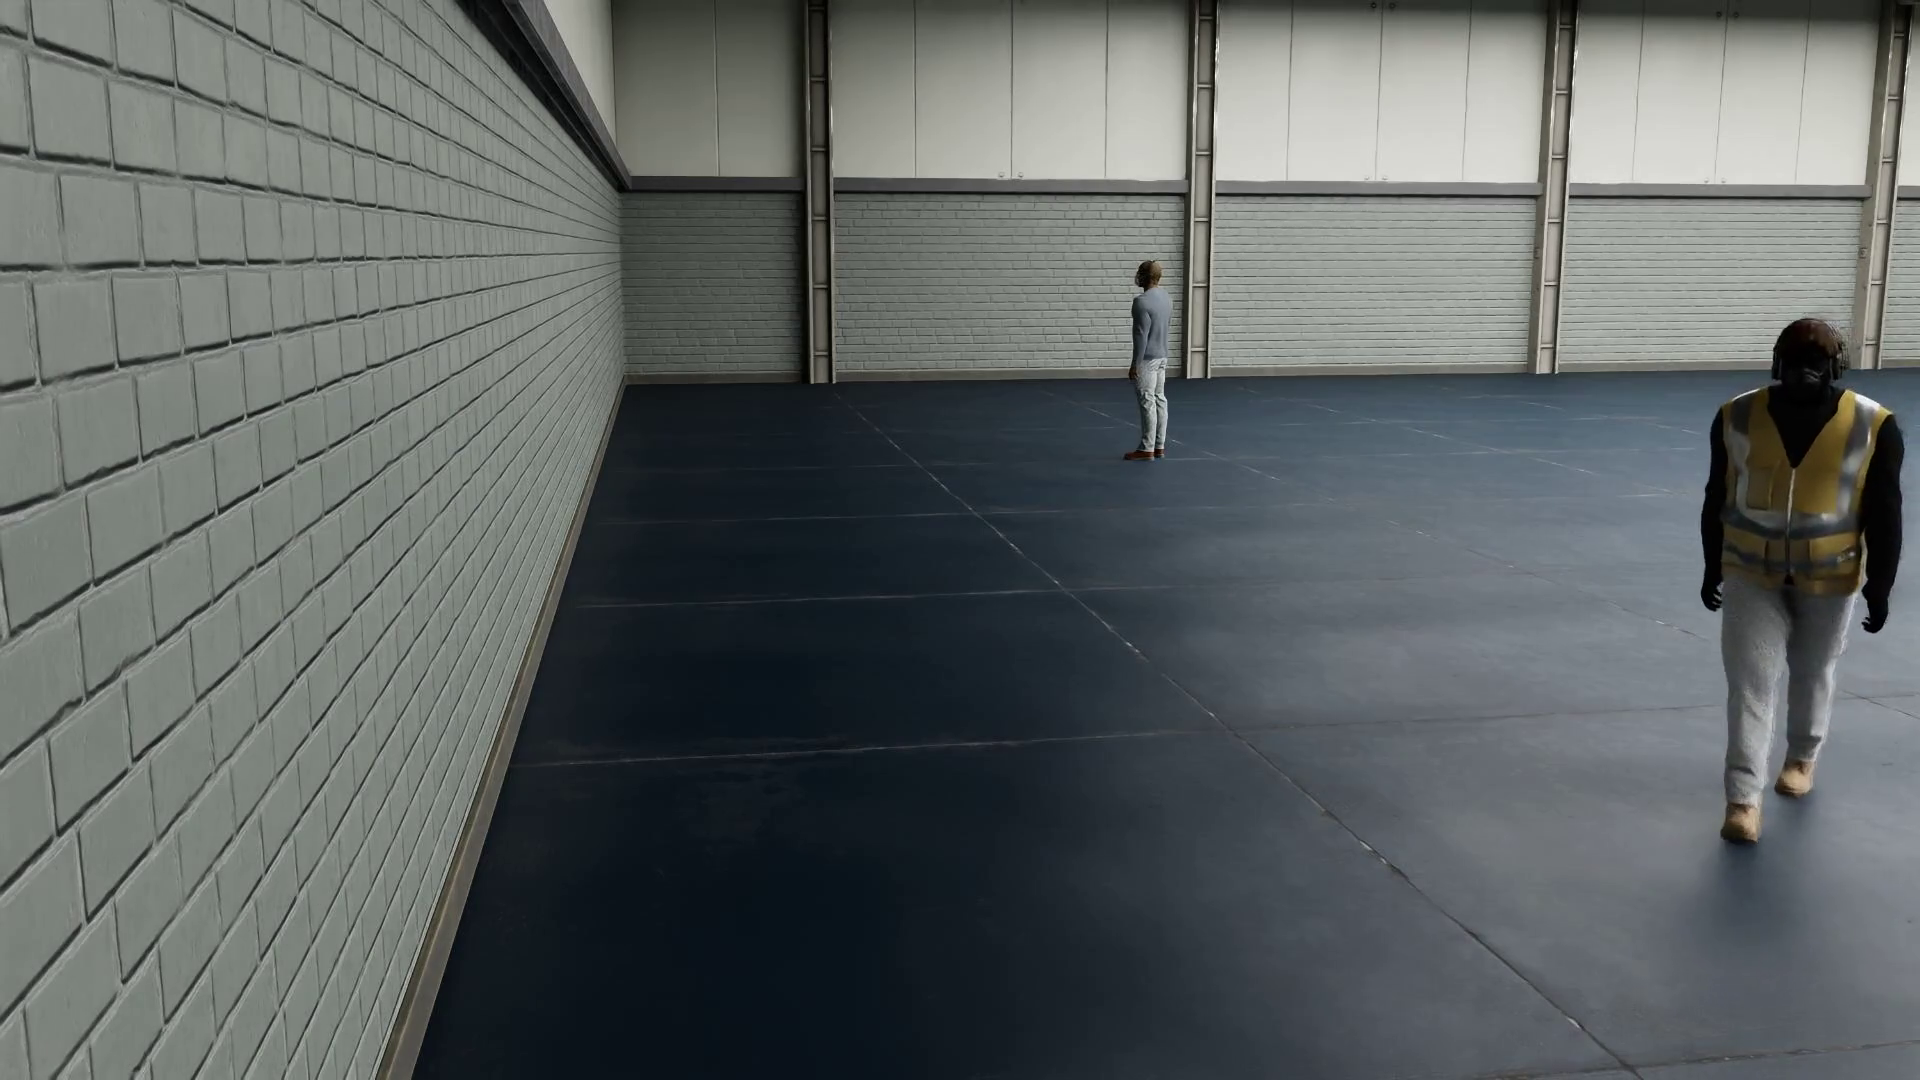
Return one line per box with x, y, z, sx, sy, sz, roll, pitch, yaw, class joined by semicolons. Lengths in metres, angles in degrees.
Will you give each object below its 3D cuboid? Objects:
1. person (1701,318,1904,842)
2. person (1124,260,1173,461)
2.977;0.111;5.926;0.641;1.798;0.950;6;11;30;person
1.828;-1.736;16.134;0.372;1.940;0.631;6;12;31;person
